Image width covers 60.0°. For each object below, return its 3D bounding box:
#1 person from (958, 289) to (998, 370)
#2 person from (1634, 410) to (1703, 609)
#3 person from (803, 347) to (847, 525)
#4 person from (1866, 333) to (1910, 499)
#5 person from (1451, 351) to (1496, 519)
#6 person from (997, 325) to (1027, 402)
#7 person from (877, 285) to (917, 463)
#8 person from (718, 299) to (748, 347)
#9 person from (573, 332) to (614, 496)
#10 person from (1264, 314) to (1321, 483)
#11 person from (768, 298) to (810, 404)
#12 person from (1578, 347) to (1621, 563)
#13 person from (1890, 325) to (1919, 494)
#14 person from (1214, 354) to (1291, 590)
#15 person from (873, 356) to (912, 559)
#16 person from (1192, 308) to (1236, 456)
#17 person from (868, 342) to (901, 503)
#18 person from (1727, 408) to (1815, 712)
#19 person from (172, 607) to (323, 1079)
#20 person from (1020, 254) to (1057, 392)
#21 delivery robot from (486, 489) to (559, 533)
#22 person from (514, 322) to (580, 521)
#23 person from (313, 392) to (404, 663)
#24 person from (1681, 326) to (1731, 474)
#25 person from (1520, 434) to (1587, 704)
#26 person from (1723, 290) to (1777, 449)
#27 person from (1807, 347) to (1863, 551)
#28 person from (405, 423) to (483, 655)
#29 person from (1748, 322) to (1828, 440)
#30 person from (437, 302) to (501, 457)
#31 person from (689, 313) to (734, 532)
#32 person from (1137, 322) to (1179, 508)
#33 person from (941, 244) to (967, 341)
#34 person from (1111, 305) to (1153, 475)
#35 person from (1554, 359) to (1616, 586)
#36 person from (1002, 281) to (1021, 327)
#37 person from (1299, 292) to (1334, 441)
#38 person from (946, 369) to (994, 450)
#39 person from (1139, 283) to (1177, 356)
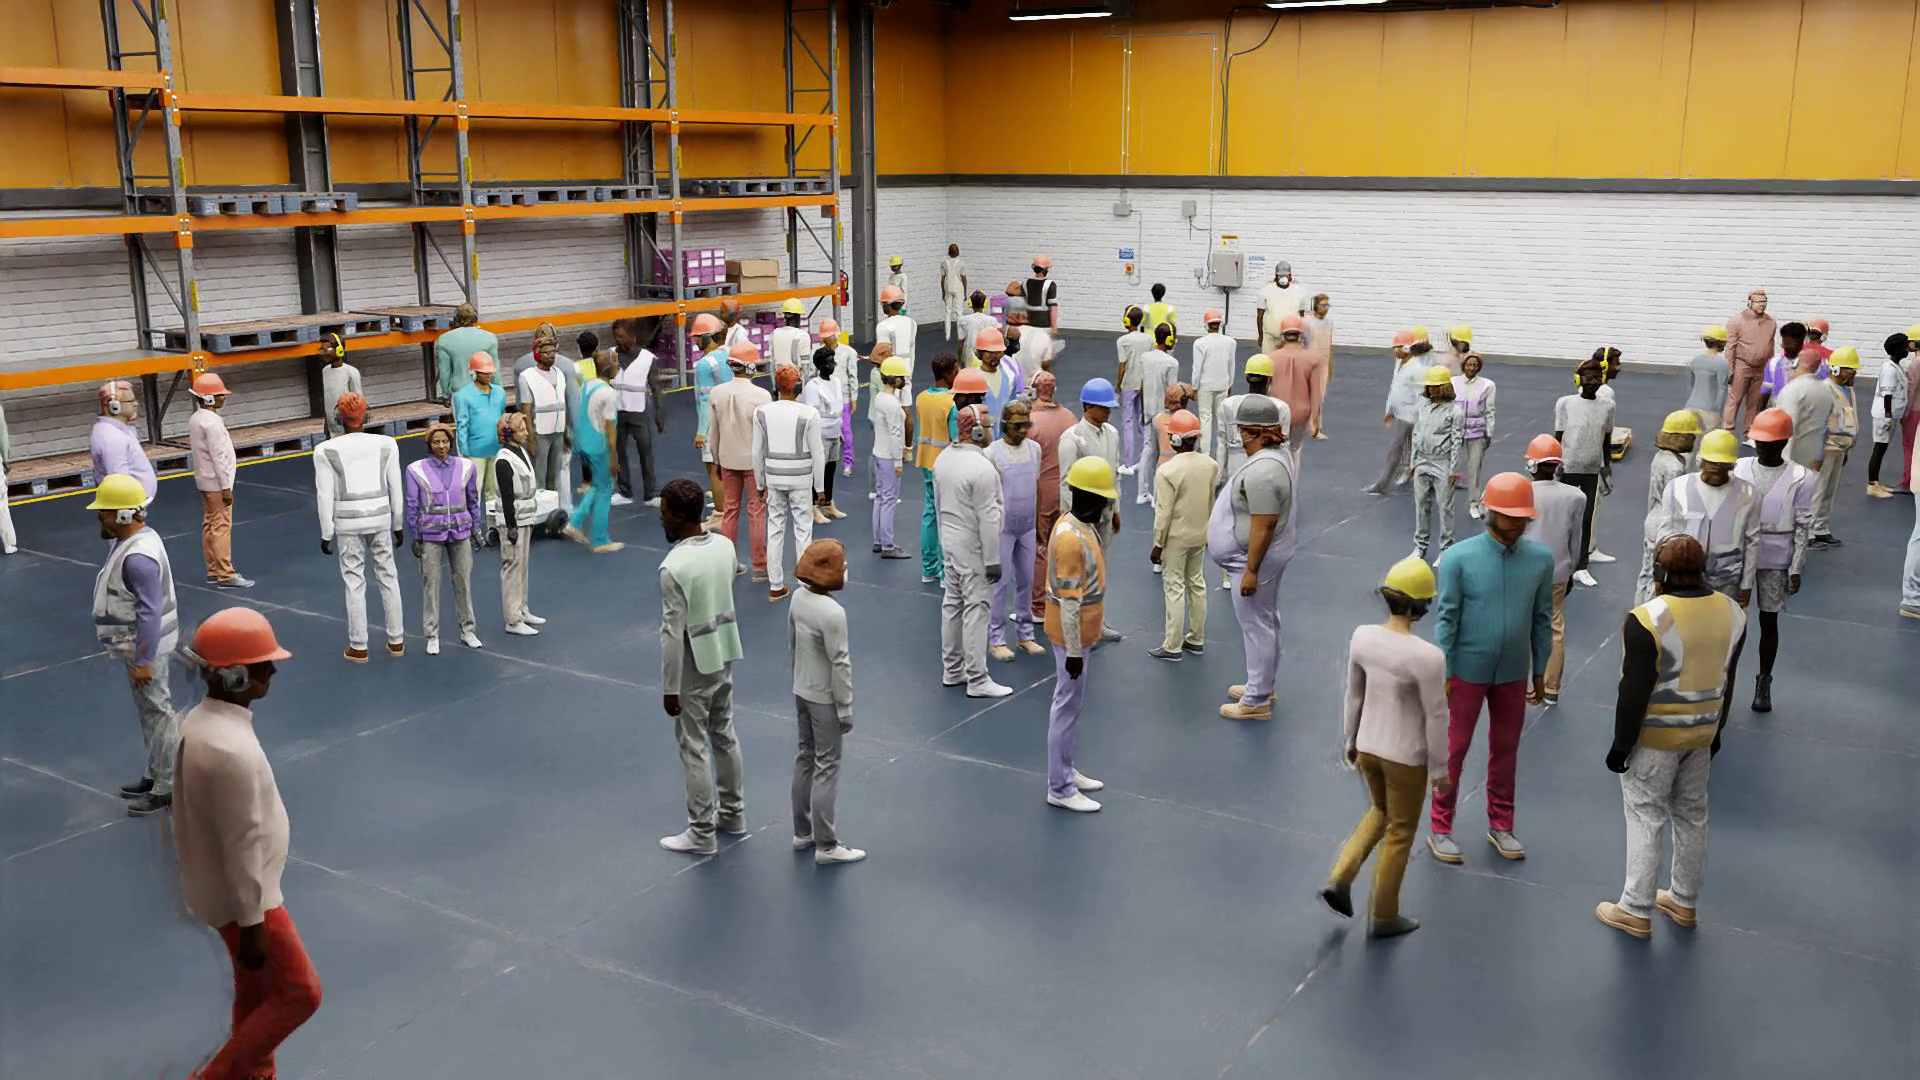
[{"bbox_3d":[0.216,-2.147,20.519,0.509,1.863,0.326,0,13,1],"label":"person"},{"bbox_3d":[4.961,-0.046,11.655,0.318,1.742,0.492,2,13,9],"label":"person"},{"bbox_3d":[-1.283,-1.001,15.901,0.316,1.696,0.540,7,15,27],"label":"person"},{"bbox_3d":[9.551,-1.280,17.105,0.317,1.700,0.539,8,15,31],"label":"person"},{"bbox_3d":[4.902,-1.016,16.119,0.516,1.633,0.317,5,14,19],"label":"person"},{"bbox_3d":[0.452,-1.213,16.532,0.429,1.837,0.623,6,14,24],"label":"person"},{"bbox_3d":[-0.755,-1.853,18.837,0.381,2.045,0.605,10,16,37],"label":"person"},{"bbox_3d":[-2.591,-1.811,19.008,0.353,1.884,0.582,-7,15,-26],"label":"person"},{"bbox_3d":[-3.820,-1.306,17.224,0.540,1.695,0.317,-9,16,-35],"label":"person"},{"bbox_3d":[3.232,-1.231,16.362,0.631,1.959,0.958,1,13,5],"label":"person"},{"bbox_3d":[-1.876,-1.743,18.642,0.586,1.918,0.394,10,16,36],"label":"person"},{"bbox_3d":[5.502,-0.742,14.413,0.335,1.865,0.519,-2,13,-8],"label":"person"},{"bbox_3d":[9.903,-1.358,17.313,0.340,1.760,0.525,11,17,41],"label":"person"},{"bbox_3d":[2.344,-0.535,13.385,0.615,1.923,0.385,5,14,21],"label":"person"},{"bbox_3d":[-0.591,-0.722,14.543,0.326,1.767,0.533,-4,14,-17],"label":"person"},{"bbox_3d":[2.907,-1.796,19.227,0.568,1.748,0.340,-5,14,-22],"label":"person"},{"bbox_3d":[-0.785,-1.191,16.863,0.286,1.633,0.501,-3,13,-15],"label":"person"},{"bbox_3d":[5.040,0.122,10.504,0.542,1.937,0.360,9,16,34],"label":"person"},{"bbox_3d":[-2.472,1.199,5.728,0.467,1.977,0.635,-8,15,-31],"label":"person"},{"bbox_3d":[1.189,-3.213,24.736,0.610,2.043,0.397,9,16,33],"label":"person"},{"bbox_3d":[-3.981,-0.295,15.134,0.477,0.478,0.707,6,14,24],"label":"delivery robot"},{"bbox_3d":[-3.884,-1.086,15.739,0.635,1.937,0.353,4,13,15],"label":"person"},{"bbox_3d":[-4.139,-0.083,11.514,0.574,1.882,0.358,-8,15,-33],"label":"person"},{"bbox_3d":[7.844,-1.352,17.342,0.753,1.730,0.555,-5,14,-22],"label":"person"},{"bbox_3d":[3.663,0.197,10.578,0.562,1.753,0.327,-3,13,-12],"label":"person"},{"bbox_3d":[9.484,-2.042,19.957,0.642,1.909,0.410,-2,13,-10],"label":"person"},{"bbox_3d":[7.759,-0.813,14.824,0.585,1.824,0.405,-11,17,-41],"label":"person"},{"bbox_3d":[-3.639,-0.018,11.764,0.515,1.641,0.309,-8,15,-31],"label":"person"},{"bbox_3d":[7.821,-1.096,15.790,0.781,1.932,0.604,-6,14,-23],"label":"person"},{"bbox_3d":[-5.267,-1.588,17.918,0.635,1.938,0.361,-4,14,-17],"label":"person"},{"bbox_3d":[-2.317,-1.089,15.527,0.376,2.043,0.605,3,13,14],"label":"person"},{"bbox_3d":[1.992,-1.245,16.628,0.334,1.856,0.527,-11,17,-39],"label":"person"},{"bbox_3d":[-0.112,-4.704,31.639,0.507,1.847,0.345,3,13,13],"label":"person"},{"bbox_3d":[1.882,-1.644,18.324,0.557,1.867,0.310,-9,16,-35],"label":"person"},{"bbox_3d":[5.063,-0.547,13.551,0.519,1.874,0.327,0,13,0],"label":"person"},{"bbox_3d":[0.796,-3.095,25.141,0.277,1.628,0.500,-7,15,-27],"label":"person"},{"bbox_3d":[4.395,-2.142,20.555,0.528,1.832,0.444,-8,15,-33],"label":"person"},{"bbox_3d":[0.077,-0.306,12.360,0.359,1.938,0.545,-1,13,-5],"label":"person"},{"bbox_3d":[2.833,-2.856,23.981,0.538,1.677,0.576,0,13,0],"label":"person"}]
